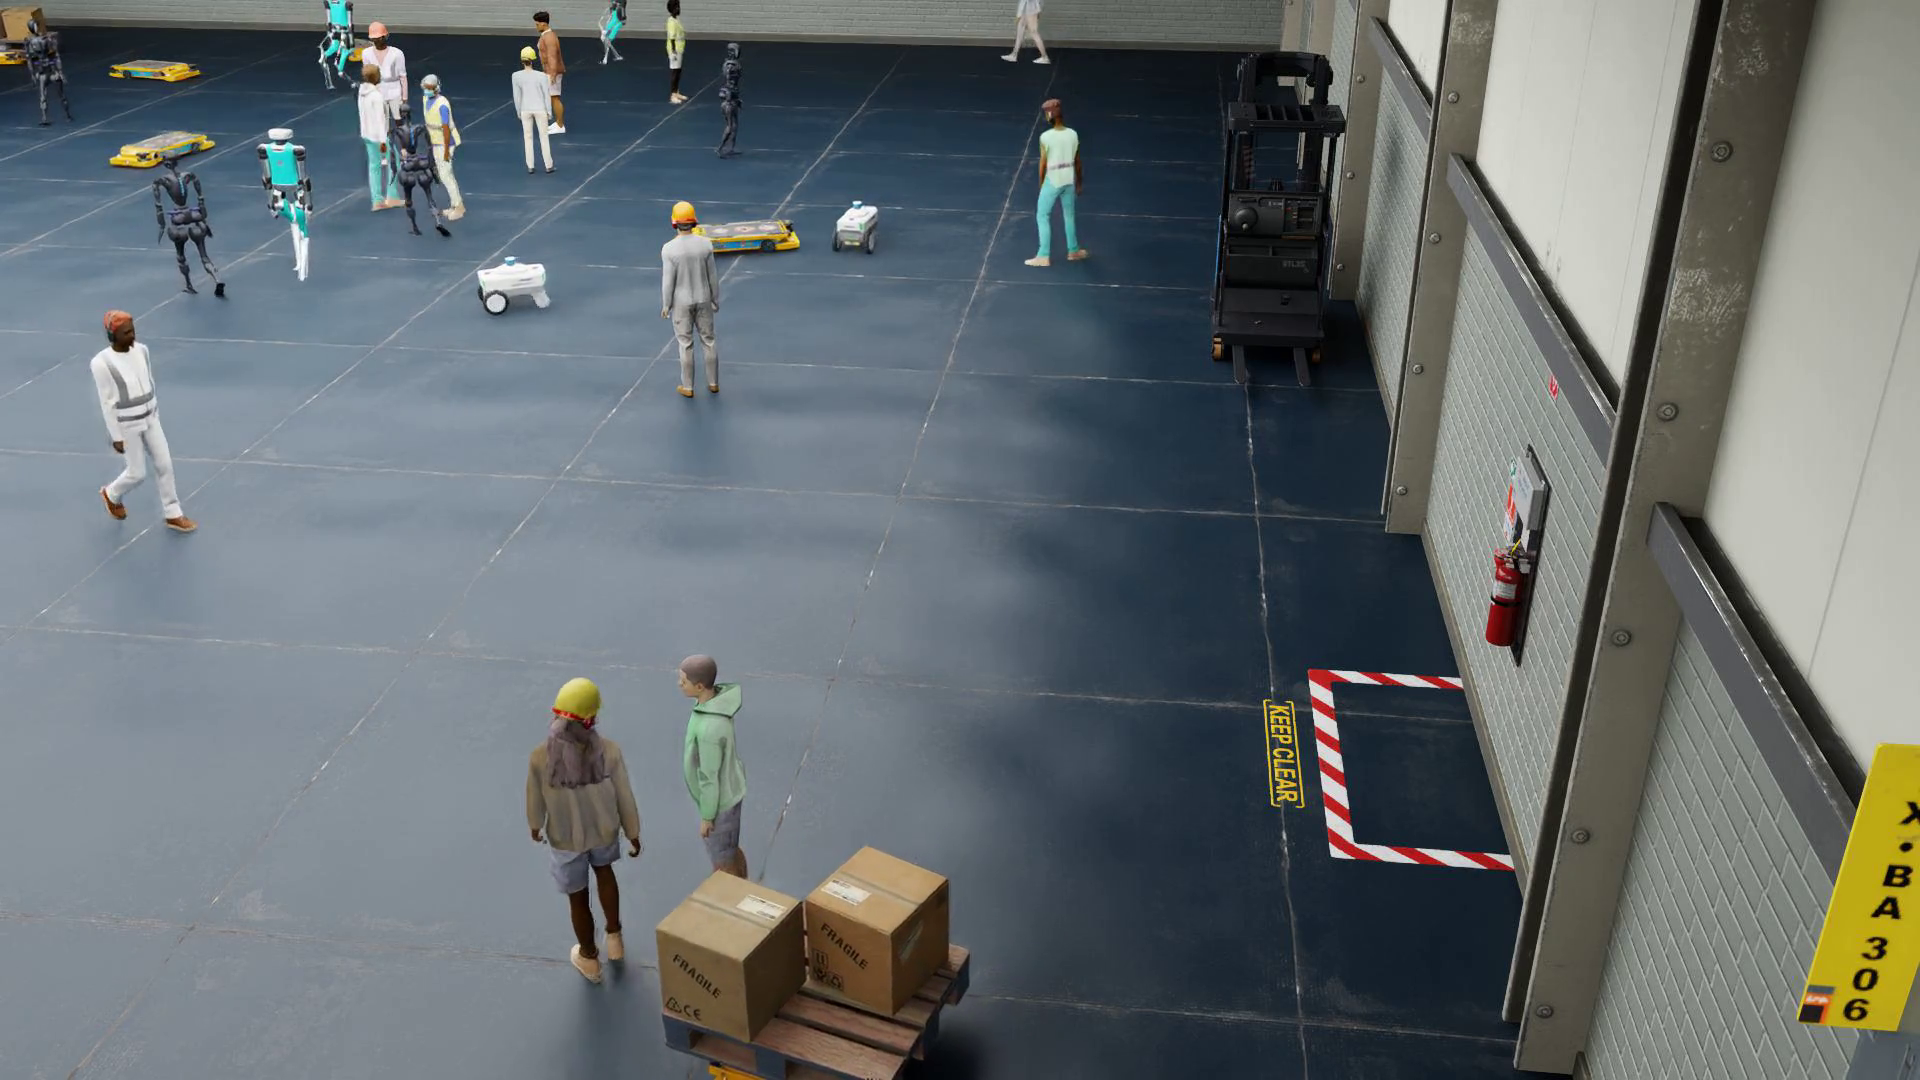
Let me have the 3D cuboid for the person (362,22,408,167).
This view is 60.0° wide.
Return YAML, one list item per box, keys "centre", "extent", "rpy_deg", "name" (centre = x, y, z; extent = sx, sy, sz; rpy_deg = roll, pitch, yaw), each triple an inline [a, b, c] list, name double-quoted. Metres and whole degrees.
- centre: [-8.247, -6.408, 23.956]
  extent: [0.605, 2.044, 0.371]
  rpy_deg: [-2, 27, -3]
  name: "person"

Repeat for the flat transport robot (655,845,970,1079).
- centre: [-0.674, 2.418, 8.311]
  extent: [0.659, 0.231, 1.431]
  rpy_deg: [11, 29, 21]
  name: "flat transport robot"

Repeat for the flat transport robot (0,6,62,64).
- centre: [-17.892, -9.257, 31.619]
  extent: [0.659, 0.231, 1.431]
  rpy_deg: [1, 27, 3]
  name: "flat transport robot"

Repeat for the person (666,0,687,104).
- centre: [-4.779, -8.211, 27.964]
  extent: [0.322, 1.677, 0.654]
  rpy_deg: [-1, 27, -2]
  name: "person"

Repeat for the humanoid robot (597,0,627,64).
- centre: [-6.577, -9.752, 31.074]
  extent: [0.822, 1.873, 0.557]
  rpy_deg: [-16, 31, -29]
  name: "humanoid robot"

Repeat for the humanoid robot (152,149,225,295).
- centre: [-8.671, -3.534, 18.650]
  extent: [0.636, 1.630, 0.599]
  rpy_deg: [22, 34, 37]
  name: "humanoid robot"

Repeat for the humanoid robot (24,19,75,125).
- centre: [-14.509, -7.429, 26.430]
  extent: [0.589, 1.630, 0.721]
  rpy_deg: [1, 27, 1]
  name: "humanoid robot"

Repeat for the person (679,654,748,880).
- centre: [-1.273, 1.369, 8.777]
  extent: [0.316, 1.733, 0.477]
  rpy_deg: [-2, 27, -4]
  name: "person"

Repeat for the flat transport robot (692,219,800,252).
- centre: [-2.742, -3.741, 20.607]
  extent: [1.431, 0.231, 0.659]
  rpy_deg: [-6, 27, -12]
  name: "flat transport robot"

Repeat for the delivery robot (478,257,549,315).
- centre: [-4.990, -2.831, 18.490]
  extent: [0.812, 0.611, 0.499]
  rpy_deg: [-10, 28, -20]
  name: "delivery robot"

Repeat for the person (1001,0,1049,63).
- centre: [1.221, -9.799, 30.978]
  extent: [0.994, 1.806, 0.514]
  rpy_deg: [3, 27, 7]
  name: "person"

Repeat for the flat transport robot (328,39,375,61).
- centre: [-11.560, -9.399, 31.901]
  extent: [0.659, 0.231, 1.431]
  rpy_deg: [-19, 32, -33]
  name: "flat transport robot"

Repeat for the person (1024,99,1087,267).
- centre: [1.211, -4.236, 19.732]
  extent: [0.866, 1.955, 0.415]
  rpy_deg: [-15, 30, -28]
  name: "person"

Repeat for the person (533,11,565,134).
- centre: [-6.376, -7.307, 25.972]
  extent: [0.419, 1.843, 0.788]
  rpy_deg: [-11, 28, -20]
  name: "person"

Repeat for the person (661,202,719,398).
- centre: [-2.574, -2.292, 15.900]
  extent: [0.571, 1.897, 0.359]
  rpy_deg: [-13, 29, -24]
  name: "person"

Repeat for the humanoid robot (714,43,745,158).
- centre: [-3.412, -6.489, 24.531]
  extent: [0.471, 1.644, 0.611]
  rpy_deg: [3, 27, 6]
  name: "humanoid robot"

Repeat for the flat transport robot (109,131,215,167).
- centre: [-11.868, -5.819, 24.755]
  extent: [0.659, 0.231, 1.431]
  rpy_deg: [9, 28, 17]
  name: "flat transport robot"

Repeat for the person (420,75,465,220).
- centre: [-6.679, -5.093, 21.536]
  extent: [0.454, 1.862, 0.595]
  rpy_deg: [-21, 34, -36]
  name: "person"

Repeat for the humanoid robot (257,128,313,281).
- centre: [-7.736, -3.939, 19.376]
  extent: [0.559, 1.795, 0.766]
  rpy_deg: [-1, 27, -2]
  name: "humanoid robot"

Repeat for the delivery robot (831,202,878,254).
- centre: [-1.271, -3.860, 20.541]
  extent: [0.499, 0.610, 0.788]
  rpy_deg: [6, 27, 12]
  name: "delivery robot"

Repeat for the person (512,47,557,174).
- centre: [-6.056, -6.102, 23.649]
  extent: [0.528, 1.768, 0.310]
  rpy_deg: [0, 27, 0]
  name: "person"

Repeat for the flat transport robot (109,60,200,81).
- centre: [-14.581, -8.488, 30.083]
  extent: [1.431, 0.231, 0.659]
  rpy_deg: [8, 28, 16]
  name: "flat transport robot"

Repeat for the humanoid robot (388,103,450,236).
- centre: [-6.798, -4.593, 20.766]
  extent: [0.614, 1.629, 0.618]
  rpy_deg: [-19, 32, -33]
  name: "humanoid robot"

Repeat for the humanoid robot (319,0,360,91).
- centre: [-10.720, -8.479, 28.480]
  extent: [0.543, 1.760, 1.062]
  rpy_deg: [7, 28, 14]
  name: "humanoid robot"

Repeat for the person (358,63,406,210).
- centre: [-7.630, -5.310, 21.918]
  extent: [0.497, 1.900, 0.561]
  rpy_deg: [20, 33, 34]
  name: "person"

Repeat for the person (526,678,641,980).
- centre: [-1.924, 1.487, 8.526]
  extent: [0.511, 1.746, 0.473]
  rpy_deg: [-11, 29, -20]
  name: "person"

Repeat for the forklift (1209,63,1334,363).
- centre: [3.241, -3.477, 17.183]
  extent: [1.129, 2.768, 1.873]
  rpy_deg: [3, 27, 6]
  name: "forklift"

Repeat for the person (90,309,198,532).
- centre: [-6.596, -0.936, 13.231]
  extent: [0.704, 1.860, 0.581]
  rpy_deg: [9, 28, 18]
  name: "person"
